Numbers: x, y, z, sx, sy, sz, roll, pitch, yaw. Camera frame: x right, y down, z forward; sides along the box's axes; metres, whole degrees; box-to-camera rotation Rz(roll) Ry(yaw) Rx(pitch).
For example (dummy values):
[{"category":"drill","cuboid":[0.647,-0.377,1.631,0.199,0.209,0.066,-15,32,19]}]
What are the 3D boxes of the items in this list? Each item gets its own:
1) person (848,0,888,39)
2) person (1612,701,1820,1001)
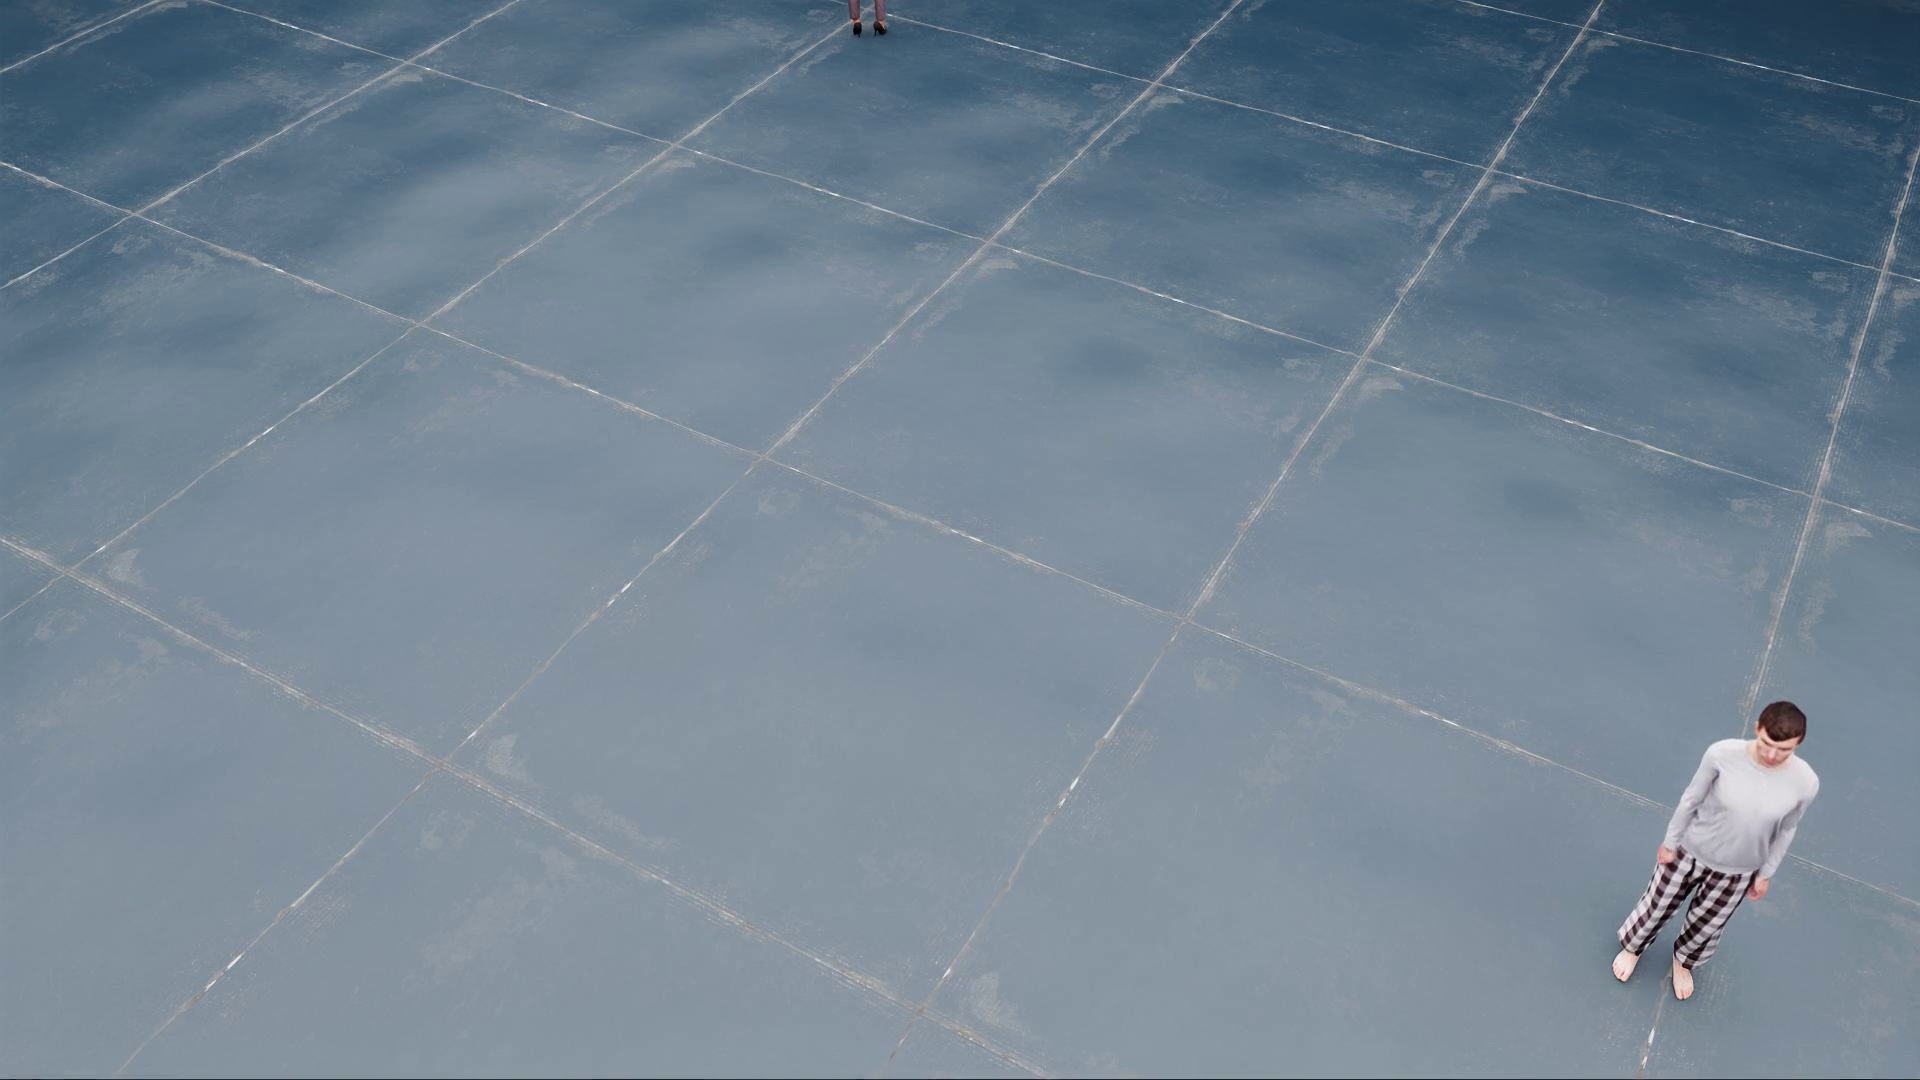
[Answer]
[{"category":"person","cuboid":[-0.856,-5.307,14.828,0.683,1.670,0.684,3,42,3]},{"category":"person","cuboid":[3.352,1.363,7.352,0.638,1.847,0.552,18,45,19]}]
